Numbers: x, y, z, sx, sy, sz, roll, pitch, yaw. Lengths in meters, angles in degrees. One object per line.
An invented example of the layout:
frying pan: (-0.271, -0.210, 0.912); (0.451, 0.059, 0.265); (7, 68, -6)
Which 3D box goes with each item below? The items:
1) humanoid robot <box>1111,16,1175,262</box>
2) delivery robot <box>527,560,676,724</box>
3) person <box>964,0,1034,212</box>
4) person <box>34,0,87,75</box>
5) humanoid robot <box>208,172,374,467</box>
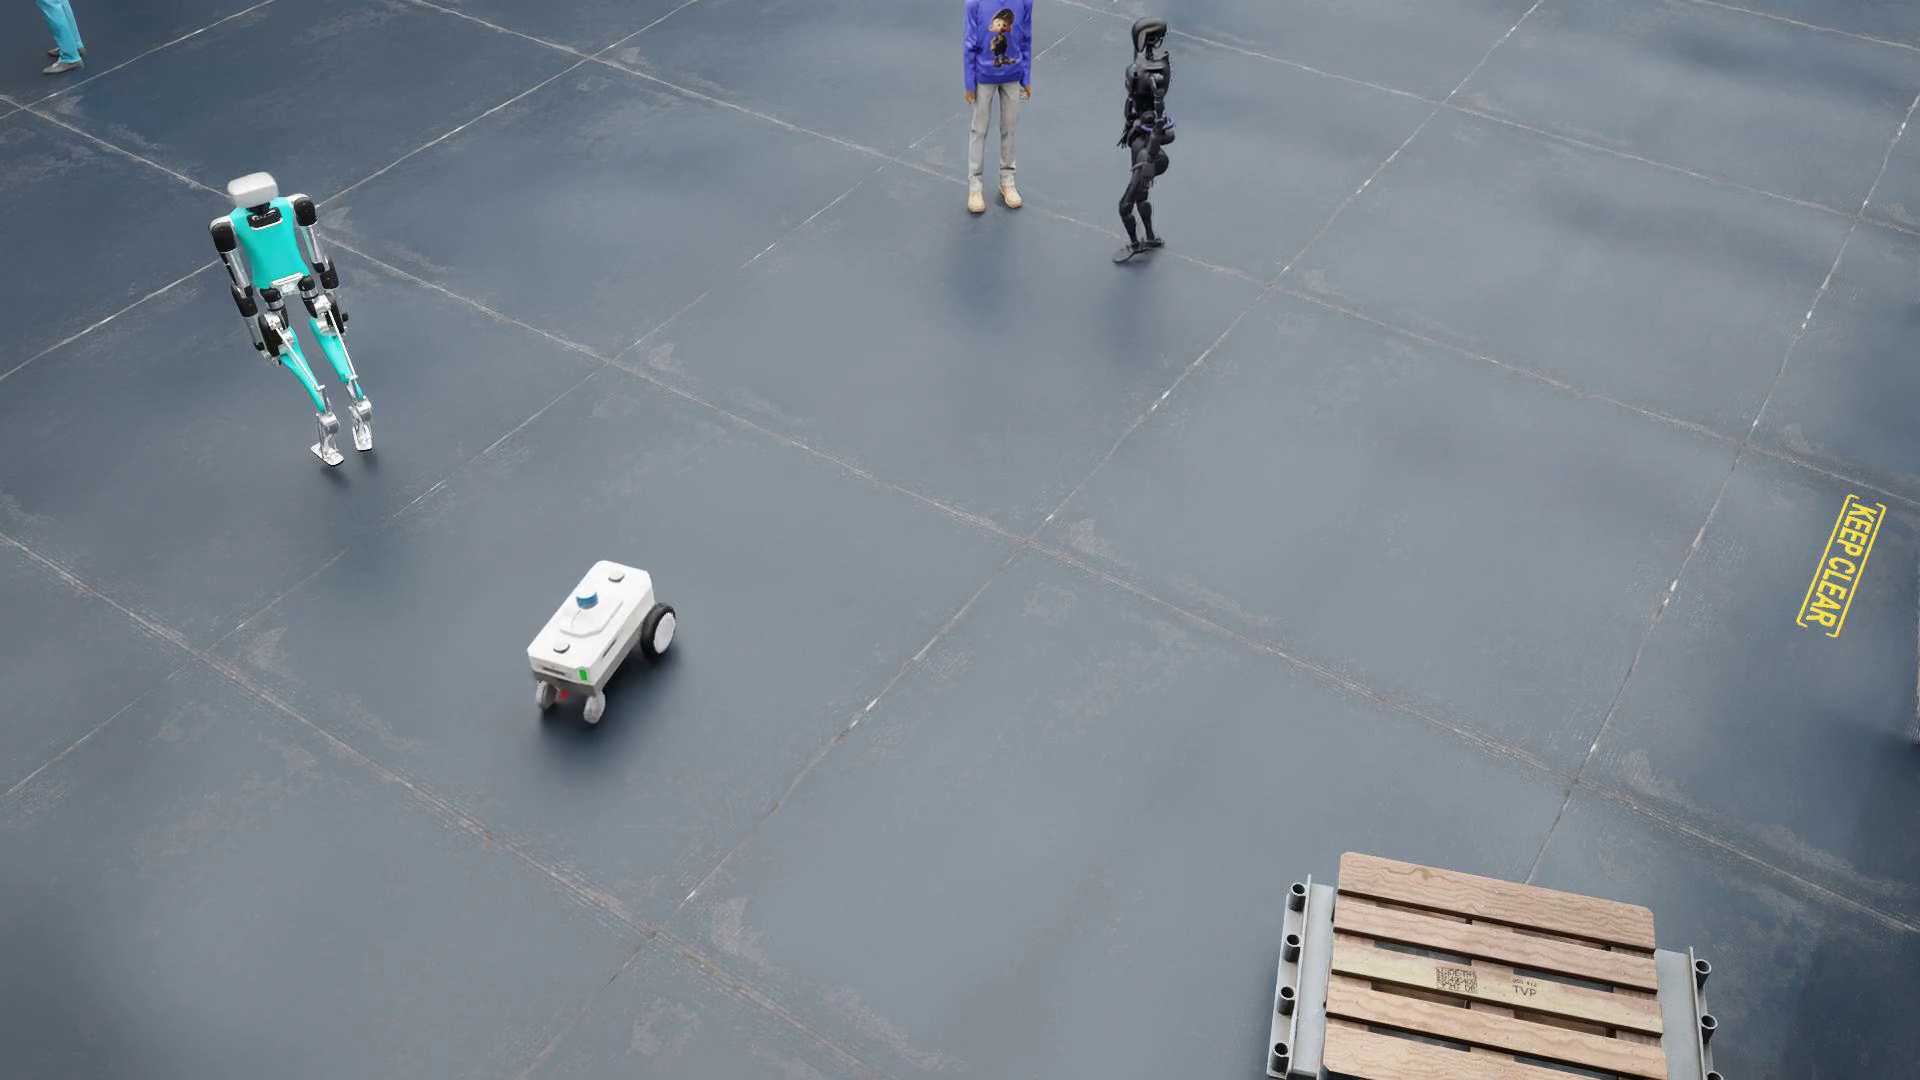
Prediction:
humanoid robot: (1.162, -2.544, 10.570); (0.455, 1.639, 0.600); (-9, 43, -10)
delivery robot: (-1.766, 0.448, 8.054); (0.499, 0.582, 0.773); (14, 44, 15)
person: (0.258, -3.053, 10.999); (0.461, 1.867, 0.372); (-8, 42, -9)
person: (-7.049, -4.461, 12.588); (0.390, 1.846, 0.565); (-10, 43, -11)
humanoid robot: (-3.439, -1.079, 8.789); (0.533, 1.671, 0.735); (-25, 48, -26)
